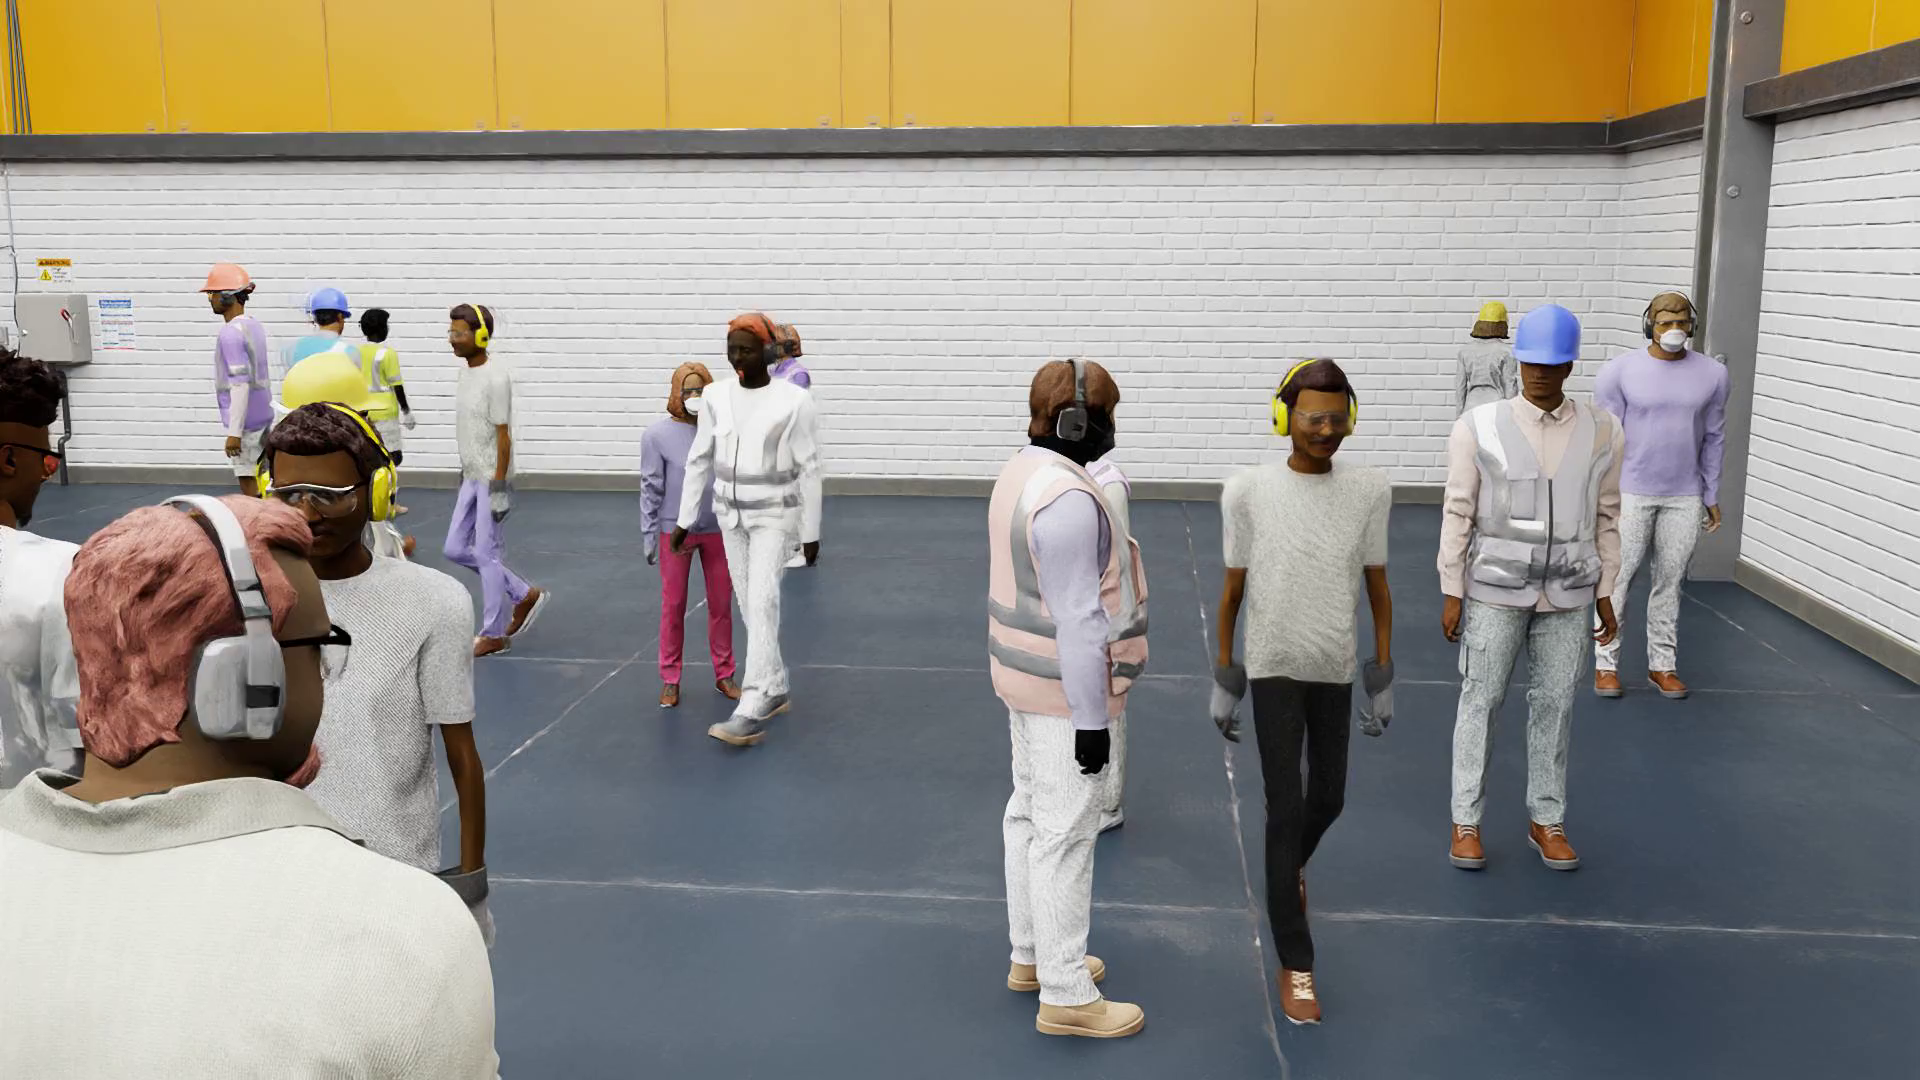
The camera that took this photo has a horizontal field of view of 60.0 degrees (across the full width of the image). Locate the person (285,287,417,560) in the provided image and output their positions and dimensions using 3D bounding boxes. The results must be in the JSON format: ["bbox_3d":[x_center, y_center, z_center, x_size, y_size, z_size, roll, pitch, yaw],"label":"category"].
[{"bbox_3d":[-3.999,-0.675,10.742,0.592,1.879,0.991,4,11,20],"label":"person"}]

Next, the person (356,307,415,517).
[{"bbox_3d":[-4.575,-0.975,13.021,0.545,1.680,0.603,7,12,35],"label":"person"}]

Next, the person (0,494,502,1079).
[{"bbox_3d":[-0.700,0.900,1.655,0.652,1.902,0.402,2,10,10],"label":"person"}]

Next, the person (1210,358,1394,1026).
[{"bbox_3d":[0.997,0.376,4.864,0.531,1.839,0.855,-1,10,-3],"label":"person"}]

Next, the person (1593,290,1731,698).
[{"bbox_3d":[3.298,-0.208,7.893,0.635,1.937,0.352,0,10,2],"label":"person"}]

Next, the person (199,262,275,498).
[{"bbox_3d":[-4.666,-0.767,10.792,0.393,2.044,0.609,-2,10,-9],"label":"person"}]

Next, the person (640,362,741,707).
[{"bbox_3d":[-1.233,-0.023,7.762,0.510,1.620,0.326,-4,11,-23],"label":"person"}]

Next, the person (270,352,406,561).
[{"bbox_3d":[-1.813,0.369,4.892,0.403,1.834,0.589,-8,13,-38],"label":"person"}]

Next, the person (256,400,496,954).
[{"bbox_3d":[-1.154,0.660,3.165,0.521,1.860,0.319,1,10,6],"label":"person"}]

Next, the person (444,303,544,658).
[{"bbox_3d":[-2.473,-0.310,8.710,0.473,1.857,0.549,-8,13,-39],"label":"person"}]

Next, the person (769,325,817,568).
[{"bbox_3d":[-1.143,-0.628,11.188,0.320,1.628,0.508,-6,11,-30],"label":"person"}]

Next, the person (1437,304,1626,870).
[{"bbox_3d":[1.949,0.173,5.694,0.615,1.943,0.395,0,10,2],"label":"person"}]

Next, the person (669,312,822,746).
[{"bbox_3d":[-0.954,-0.055,7.261,0.594,1.848,0.779,5,11,29],"label":"person"}]

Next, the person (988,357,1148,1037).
[{"bbox_3d":[0.297,0.423,4.569,0.429,1.842,0.626,-2,10,-12],"label":"person"}]

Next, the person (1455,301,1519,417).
[{"bbox_3d":[3.985,-0.929,12.584,0.488,1.744,0.296,9,13,42],"label":"person"}]
